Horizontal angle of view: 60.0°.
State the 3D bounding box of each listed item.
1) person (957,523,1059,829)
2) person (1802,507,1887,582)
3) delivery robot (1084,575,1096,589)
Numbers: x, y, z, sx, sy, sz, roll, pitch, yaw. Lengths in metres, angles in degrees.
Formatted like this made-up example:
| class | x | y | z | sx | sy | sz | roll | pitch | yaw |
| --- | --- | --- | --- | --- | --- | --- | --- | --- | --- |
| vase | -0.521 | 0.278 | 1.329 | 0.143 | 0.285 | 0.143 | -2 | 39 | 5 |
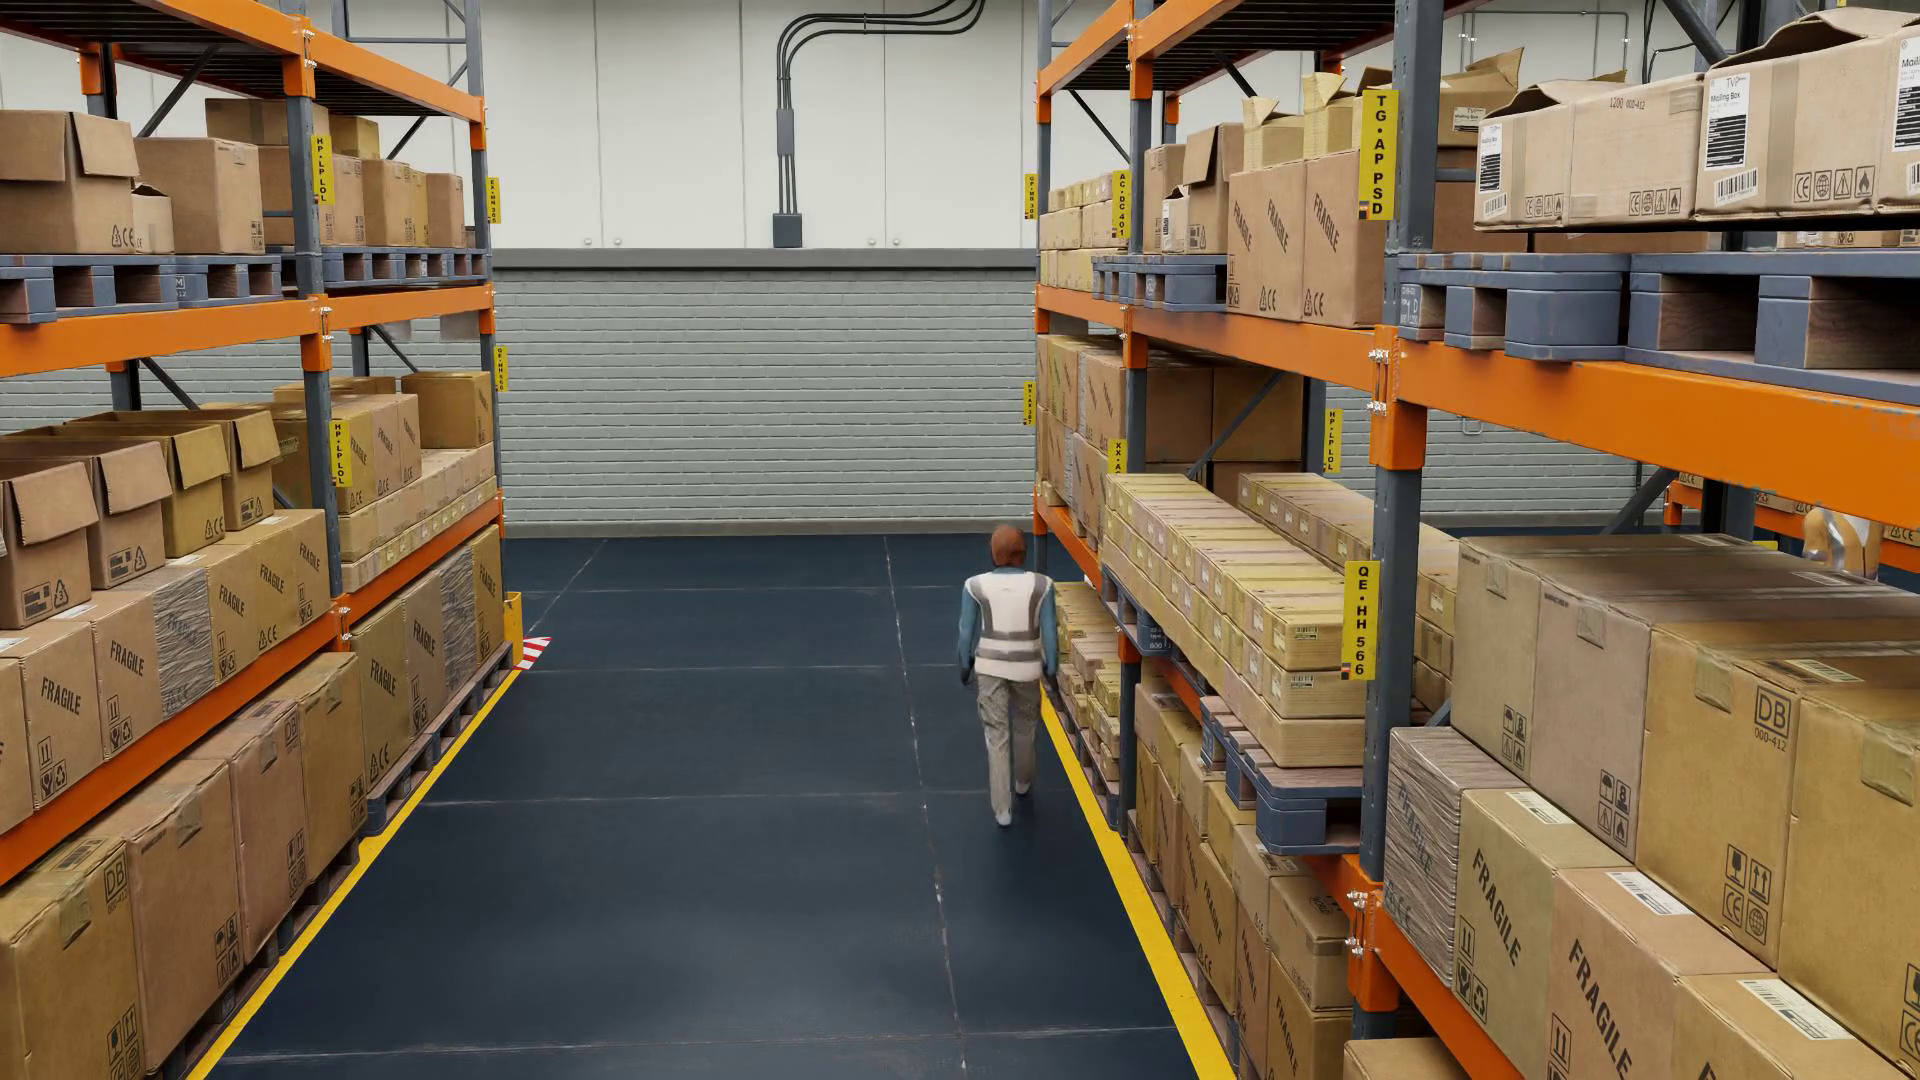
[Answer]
| class | x | y | z | sx | sy | sz | roll | pitch | yaw |
| --- | --- | --- | --- | --- | --- | --- | --- | --- | --- |
| person | 0.258 | 0.702 | 9.067 | 0.545 | 1.598 | 0.806 | 0 | 10 | 0 |
| person | 5.213 | 0.416 | 9.808 | 0.550 | 1.933 | 0.370 | -3 | 10 | -16 |
| delivery robot | 1.356 | 0.408 | 13.632 | 0.477 | 0.478 | 0.707 | -9 | 13 | -42 |
